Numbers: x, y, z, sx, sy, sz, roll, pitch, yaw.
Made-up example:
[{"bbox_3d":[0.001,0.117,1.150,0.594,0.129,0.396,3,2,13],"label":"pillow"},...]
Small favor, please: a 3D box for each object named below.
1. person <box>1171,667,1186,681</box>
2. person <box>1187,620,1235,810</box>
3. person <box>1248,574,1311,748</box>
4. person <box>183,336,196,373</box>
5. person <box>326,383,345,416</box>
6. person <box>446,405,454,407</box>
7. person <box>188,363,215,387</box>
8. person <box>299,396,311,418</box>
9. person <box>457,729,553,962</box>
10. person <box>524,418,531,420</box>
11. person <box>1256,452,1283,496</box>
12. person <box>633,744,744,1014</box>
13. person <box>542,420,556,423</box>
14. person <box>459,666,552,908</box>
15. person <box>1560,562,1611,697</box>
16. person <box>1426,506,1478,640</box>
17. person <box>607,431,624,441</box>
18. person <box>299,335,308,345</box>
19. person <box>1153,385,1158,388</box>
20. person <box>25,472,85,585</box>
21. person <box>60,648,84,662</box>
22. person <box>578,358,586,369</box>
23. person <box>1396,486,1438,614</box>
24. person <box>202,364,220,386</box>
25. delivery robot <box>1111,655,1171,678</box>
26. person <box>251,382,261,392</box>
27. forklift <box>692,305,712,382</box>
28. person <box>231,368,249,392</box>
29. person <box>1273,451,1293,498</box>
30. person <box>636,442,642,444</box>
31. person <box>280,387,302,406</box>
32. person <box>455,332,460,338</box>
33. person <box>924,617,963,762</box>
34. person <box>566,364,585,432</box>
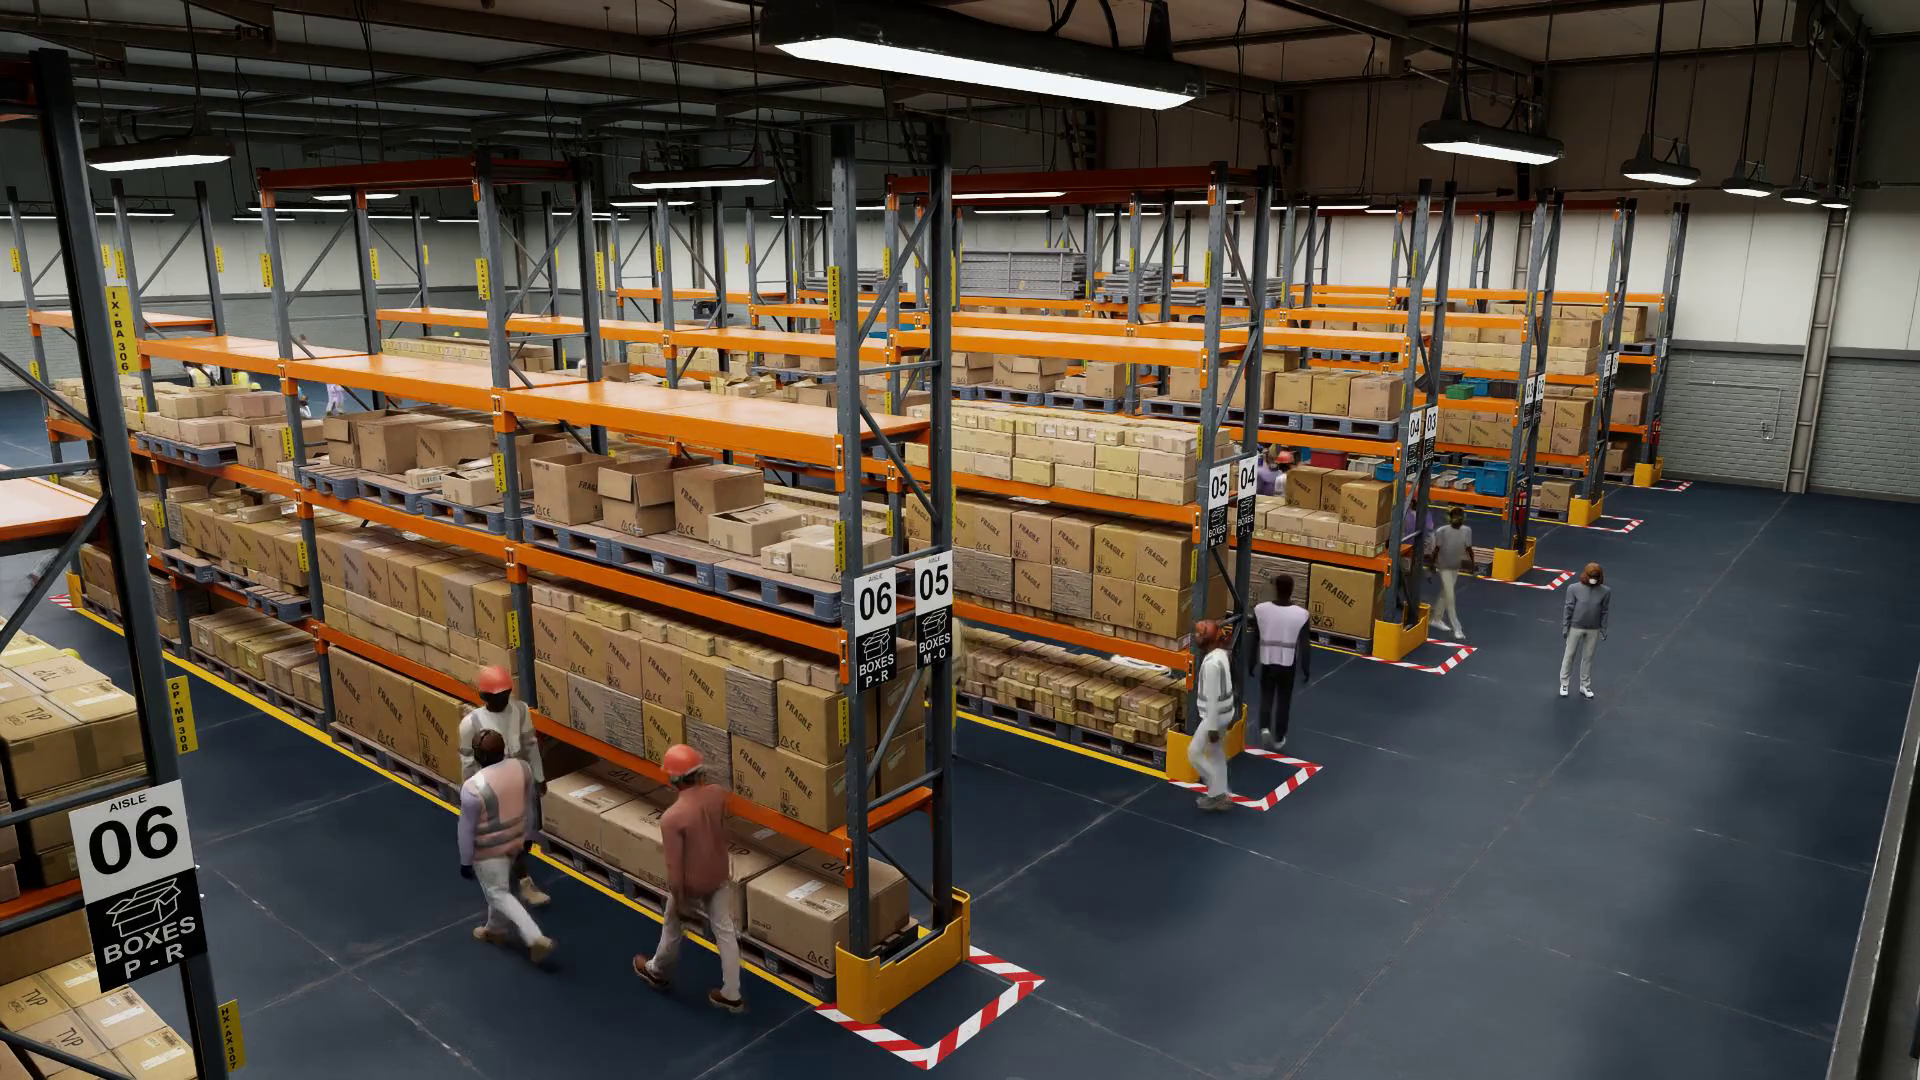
[{"bbox_3d":[2.736,1.053,14.969,0.525,1.579,0.866,-7,15,-26],"label":"person"},{"bbox_3d":[2.387,1.669,11.898,0.457,1.864,0.604,5,15,20],"label":"person"},{"bbox_3d":[3.360,1.308,13.294,0.626,1.895,0.520,6,15,22],"label":"person"},{"bbox_3d":[-26.138,-5.936,42.886,0.373,1.997,0.615,9,16,33],"label":"person"},{"bbox_3d":[-16.869,-3.760,33.879,0.622,2.016,0.693,6,15,23],"label":"person"},{"bbox_3d":[-11.037,-2.109,27.412,0.598,1.872,0.752,-9,16,-33],"label":"person"},{"bbox_3d":[-22.171,-4.384,36.853,0.643,1.826,0.624,-8,16,-29],"label":"person"},{"bbox_3d":[-15.576,-2.637,30.080,0.487,1.621,0.547,-1,14,-2],"label":"person"},{"bbox_3d":[-3.425,2.293,9.440,0.855,1.817,0.631,6,15,24],"label":"person"},{"bbox_3d":[-10.660,-3.002,30.918,0.403,1.945,0.614,-6,15,-23],"label":"person"},{"bbox_3d":[5.220,-0.562,21.049,0.694,1.869,1.040,0,14,1],"label":"person"},{"bbox_3d":[-1.939,2.350,8.923,1.017,1.939,0.612,10,17,37],"label":"person"},{"bbox_3d":[-9.866,-2.769,30.140,1.021,1.866,0.598,2,14,7],"label":"person"},{"bbox_3d":[-3.764,1.970,10.388,1.042,1.992,0.627,10,17,35],"label":"person"},{"bbox_3d":[7.387,1.053,14.893,0.498,1.633,0.286,2,14,7],"label":"person"},{"bbox_3d":[6.728,0.422,17.101,0.646,1.812,0.866,-3,14,-12],"label":"person"},{"bbox_3d":[-6.975,-1.584,25.211,0.545,1.898,0.958,-11,17,-38],"label":"person"},{"bbox_3d":[-25.338,-7.135,48.643,0.851,1.585,0.538,-10,17,-35],"label":"person"},{"bbox_3d":[4.923,-3.146,31.557,0.382,1.924,0.594,12,18,40],"label":"person"},{"bbox_3d":[-13.935,-0.168,19.406,0.933,1.898,0.639,-10,17,-36],"label":"person"},{"bbox_3d":[-8.038,1.830,11.493,0.483,1.737,0.320,3,14,13],"label":"person"},{"bbox_3d":[-11.544,-4.980,39.205,0.657,1.882,0.871,-6,15,-24],"label":"person"},{"bbox_3d":[6.547,0.149,18.076,0.565,1.882,0.989,-6,15,-23],"label":"person"},{"bbox_3d":[-23.873,-5.169,40.097,0.403,1.826,0.594,6,15,24],"label":"person"},{"bbox_3d":[2.150,1.543,15.017,0.707,0.478,0.477,13,19,43],"label":"delivery robot"},{"bbox_3d":[-17.667,-3.116,31.837,0.882,1.718,0.550,6,15,23],"label":"person"},{"bbox_3d":[-9.511,-7.392,47.124,1.873,2.768,1.129,11,17,38],"label":"forklift"},{"bbox_3d":[-20.362,-4.103,35.729,0.800,1.815,0.624,5,14,19],"label":"person"},{"bbox_3d":[5.312,-0.503,20.691,0.577,1.922,0.403,-11,18,-39],"label":"person"},{"bbox_3d":[-5.458,-0.696,21.535,0.645,1.905,0.688,-10,17,-36],"label":"person"},{"bbox_3d":[-17.888,-3.558,33.745,0.390,1.675,0.555,10,17,36],"label":"person"},{"bbox_3d":[-19.143,-7.077,48.111,0.527,1.731,0.856,-2,14,-10],"label":"person"},{"bbox_3d":[-0.289,1.402,13.067,0.610,1.815,0.620,7,16,28],"label":"person"},{"bbox_3d":[-10.925,-3.897,34.701,1.070,1.906,0.598,-13,19,-42],"label":"person"}]
